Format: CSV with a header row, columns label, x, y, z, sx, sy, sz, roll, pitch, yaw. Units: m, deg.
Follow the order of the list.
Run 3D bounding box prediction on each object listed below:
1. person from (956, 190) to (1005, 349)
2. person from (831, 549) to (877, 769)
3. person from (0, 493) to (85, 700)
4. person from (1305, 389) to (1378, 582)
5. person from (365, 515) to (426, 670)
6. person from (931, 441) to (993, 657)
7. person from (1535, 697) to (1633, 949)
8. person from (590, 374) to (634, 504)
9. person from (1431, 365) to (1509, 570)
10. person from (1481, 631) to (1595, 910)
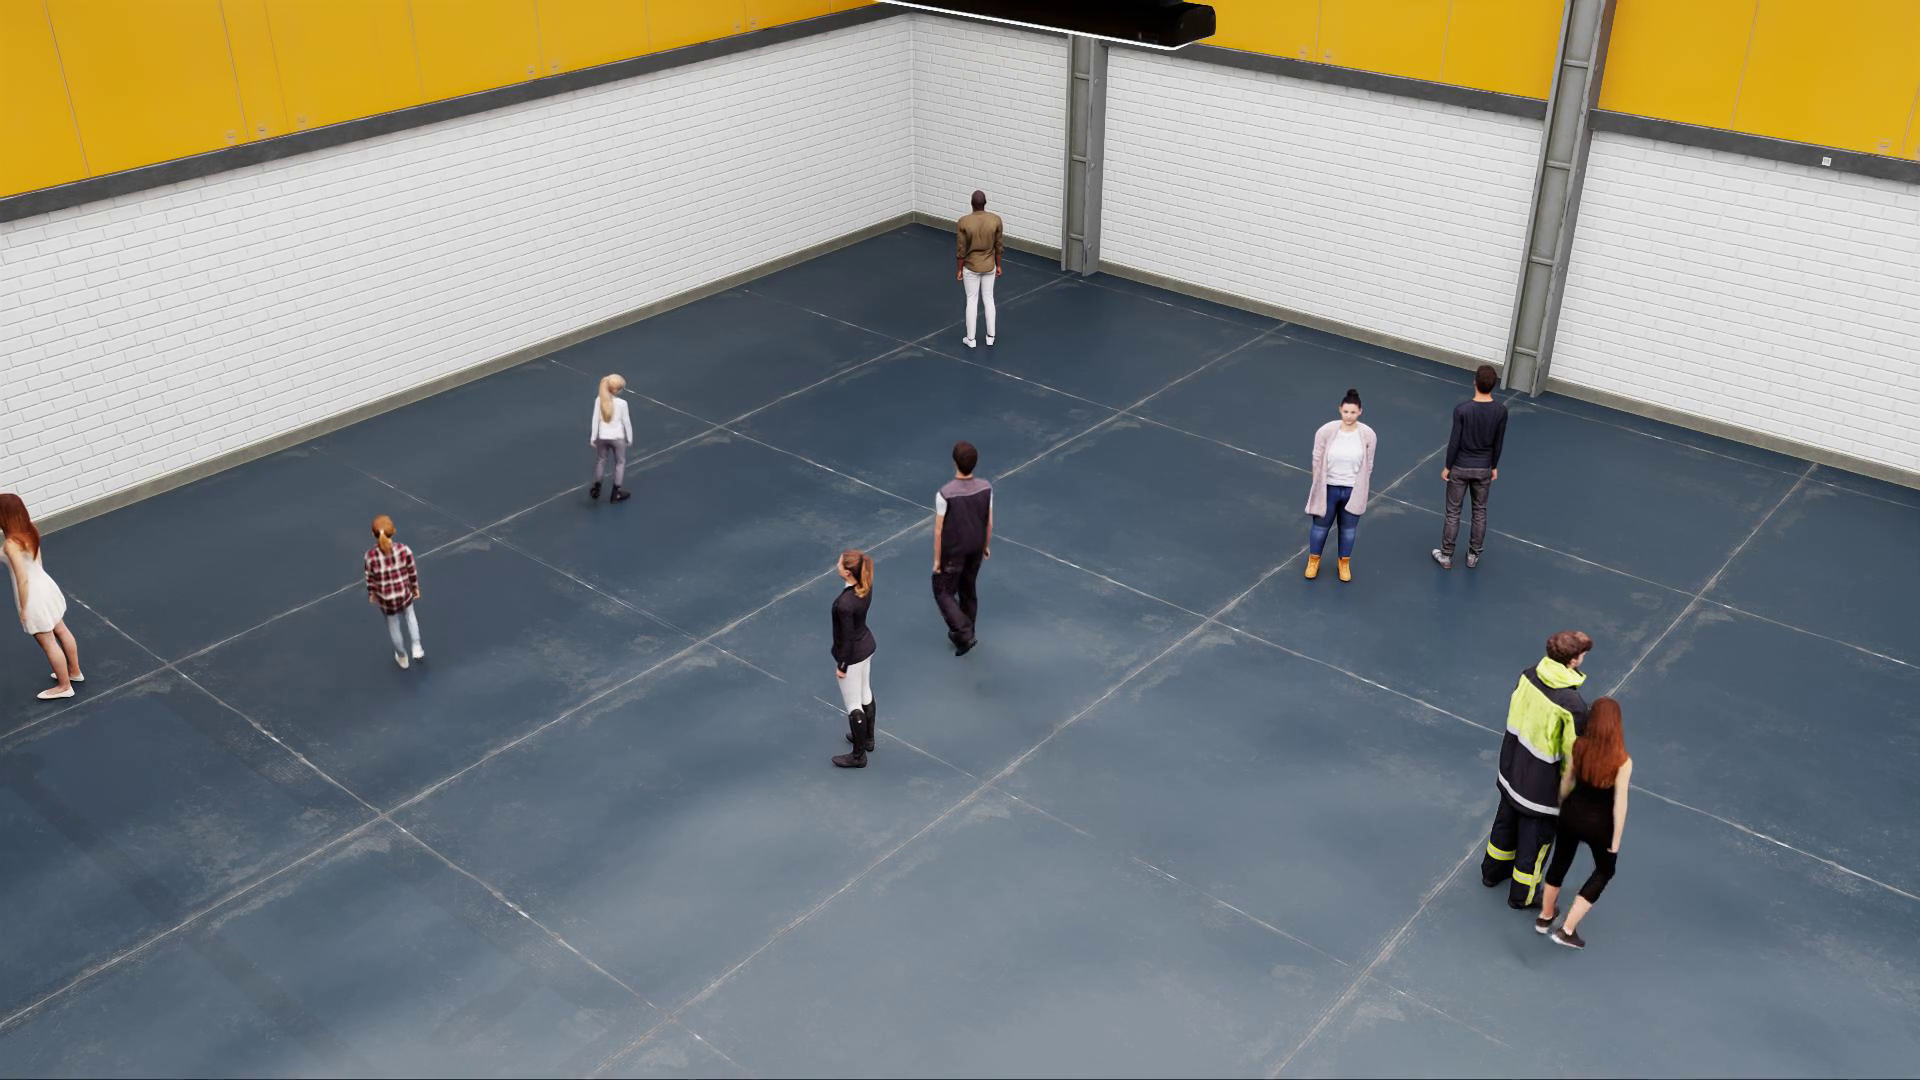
label,x,y,z,sx,sy,sz,roll,pitch,yaw
person,0.223,-3.083,18.880,0.800,1.825,0.811,-7,29,-12
person,-0.753,0.832,11.803,0.661,1.729,0.646,9,30,15
person,-6.991,0.409,12.596,0.704,1.712,0.644,-2,29,-4
person,3.242,-0.474,14.182,0.747,1.743,0.855,4,29,8
person,-4.407,0.436,12.978,0.598,1.298,0.599,-15,32,-26
person,0.045,0.126,12.982,0.843,1.841,0.930,-13,31,-23
person,3.787,1.738,10.166,0.726,1.706,0.651,-18,33,-29
person,-3.286,-0.932,15.533,0.623,1.254,0.752,0,29,0
person,4.406,-0.618,14.313,0.696,1.871,0.769,-1,29,-1
person,3.645,1.417,10.468,0.930,1.980,0.783,-11,31,-19
